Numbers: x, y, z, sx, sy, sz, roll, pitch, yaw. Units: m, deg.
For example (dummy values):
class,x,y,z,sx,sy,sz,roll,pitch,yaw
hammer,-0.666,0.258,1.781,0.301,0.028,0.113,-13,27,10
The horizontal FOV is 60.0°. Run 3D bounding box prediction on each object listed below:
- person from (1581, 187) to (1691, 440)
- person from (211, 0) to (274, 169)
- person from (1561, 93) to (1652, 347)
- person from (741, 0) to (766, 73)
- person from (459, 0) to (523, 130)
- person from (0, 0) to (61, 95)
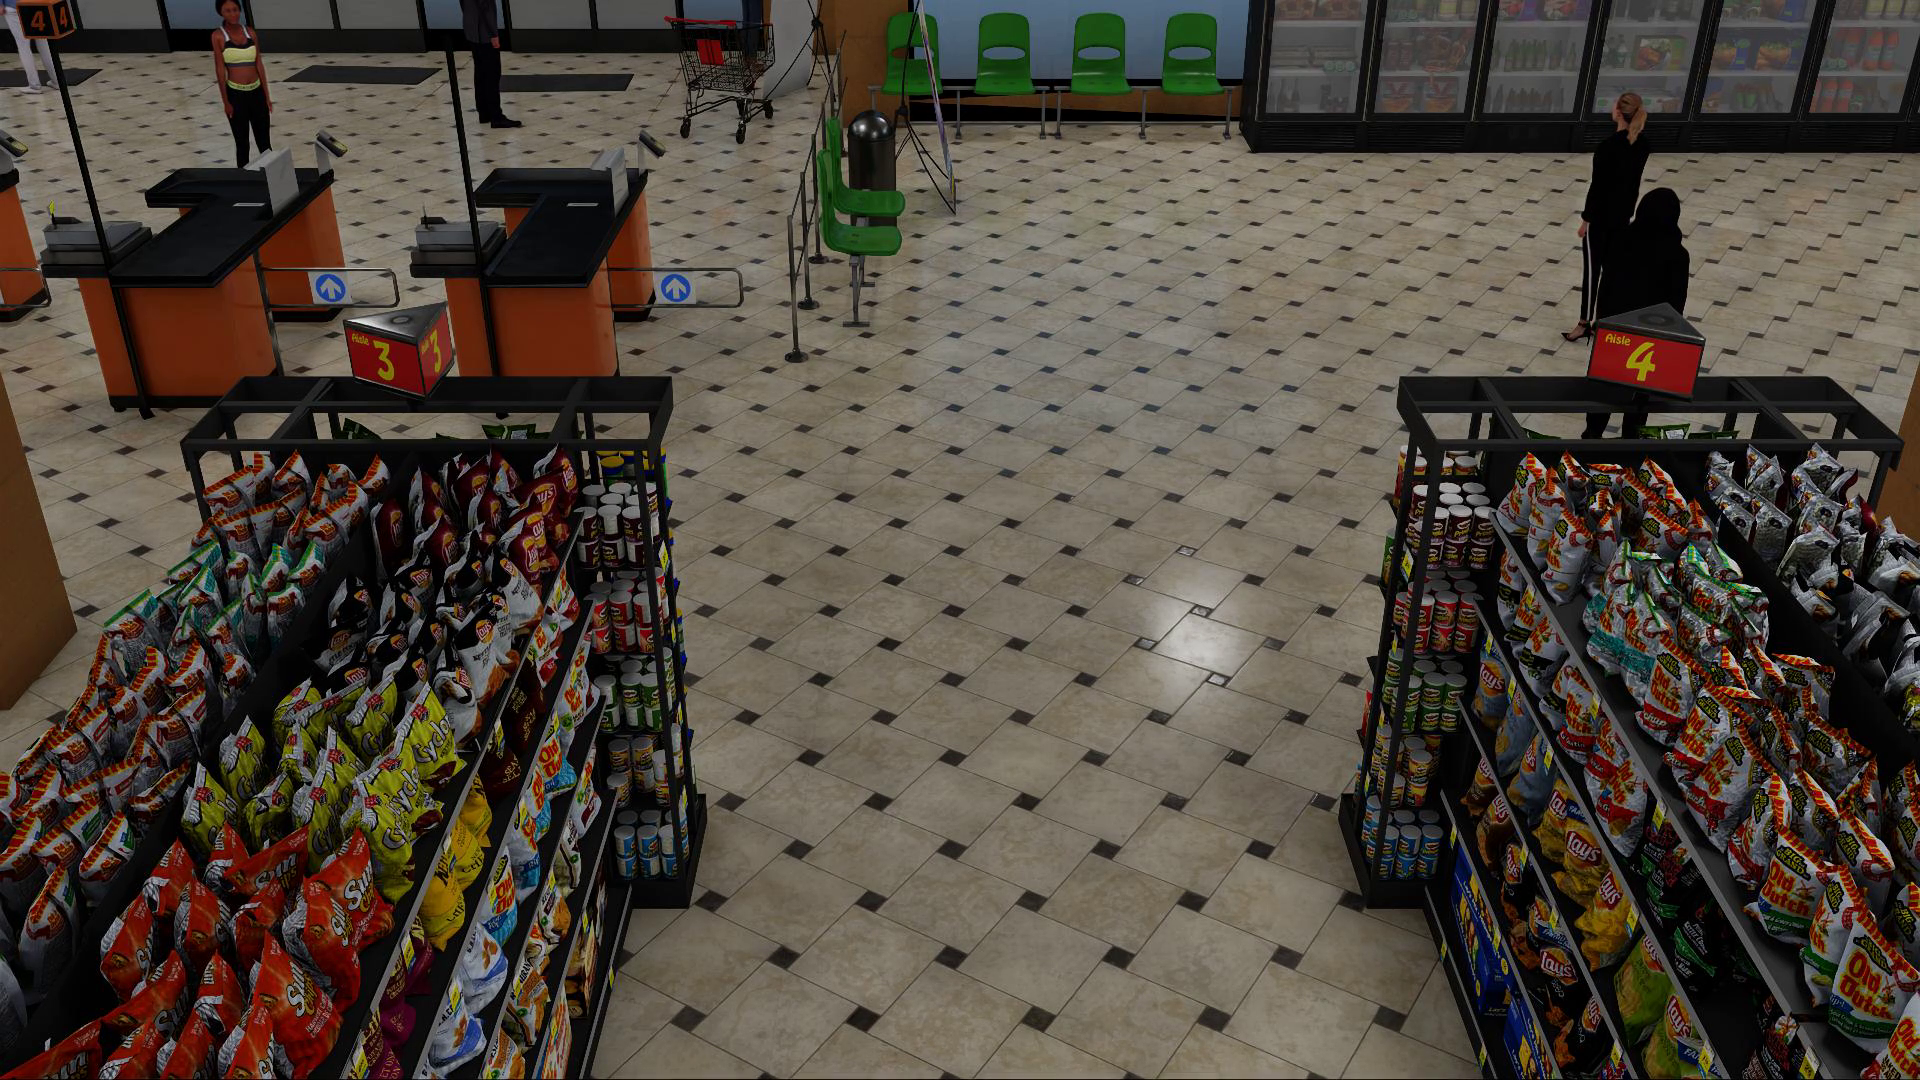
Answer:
class,x,y,z,sx,sy,sz,roll,pitch,yaw
person,3.901,-1.235,9.625,0.772,1.615,0.822,23,36,35
person,-6.013,-3.699,13.991,0.639,1.755,0.694,-24,37,-37
person,4.367,-2.152,11.208,0.698,1.707,0.689,-13,31,-22
person,-2.317,-6.108,18.367,0.736,1.791,0.621,-15,32,-26
person,-4.666,-4.986,16.258,0.863,1.842,0.775,-21,35,-34
person,-9.851,-5.653,17.432,0.805,1.887,0.702,17,33,29
